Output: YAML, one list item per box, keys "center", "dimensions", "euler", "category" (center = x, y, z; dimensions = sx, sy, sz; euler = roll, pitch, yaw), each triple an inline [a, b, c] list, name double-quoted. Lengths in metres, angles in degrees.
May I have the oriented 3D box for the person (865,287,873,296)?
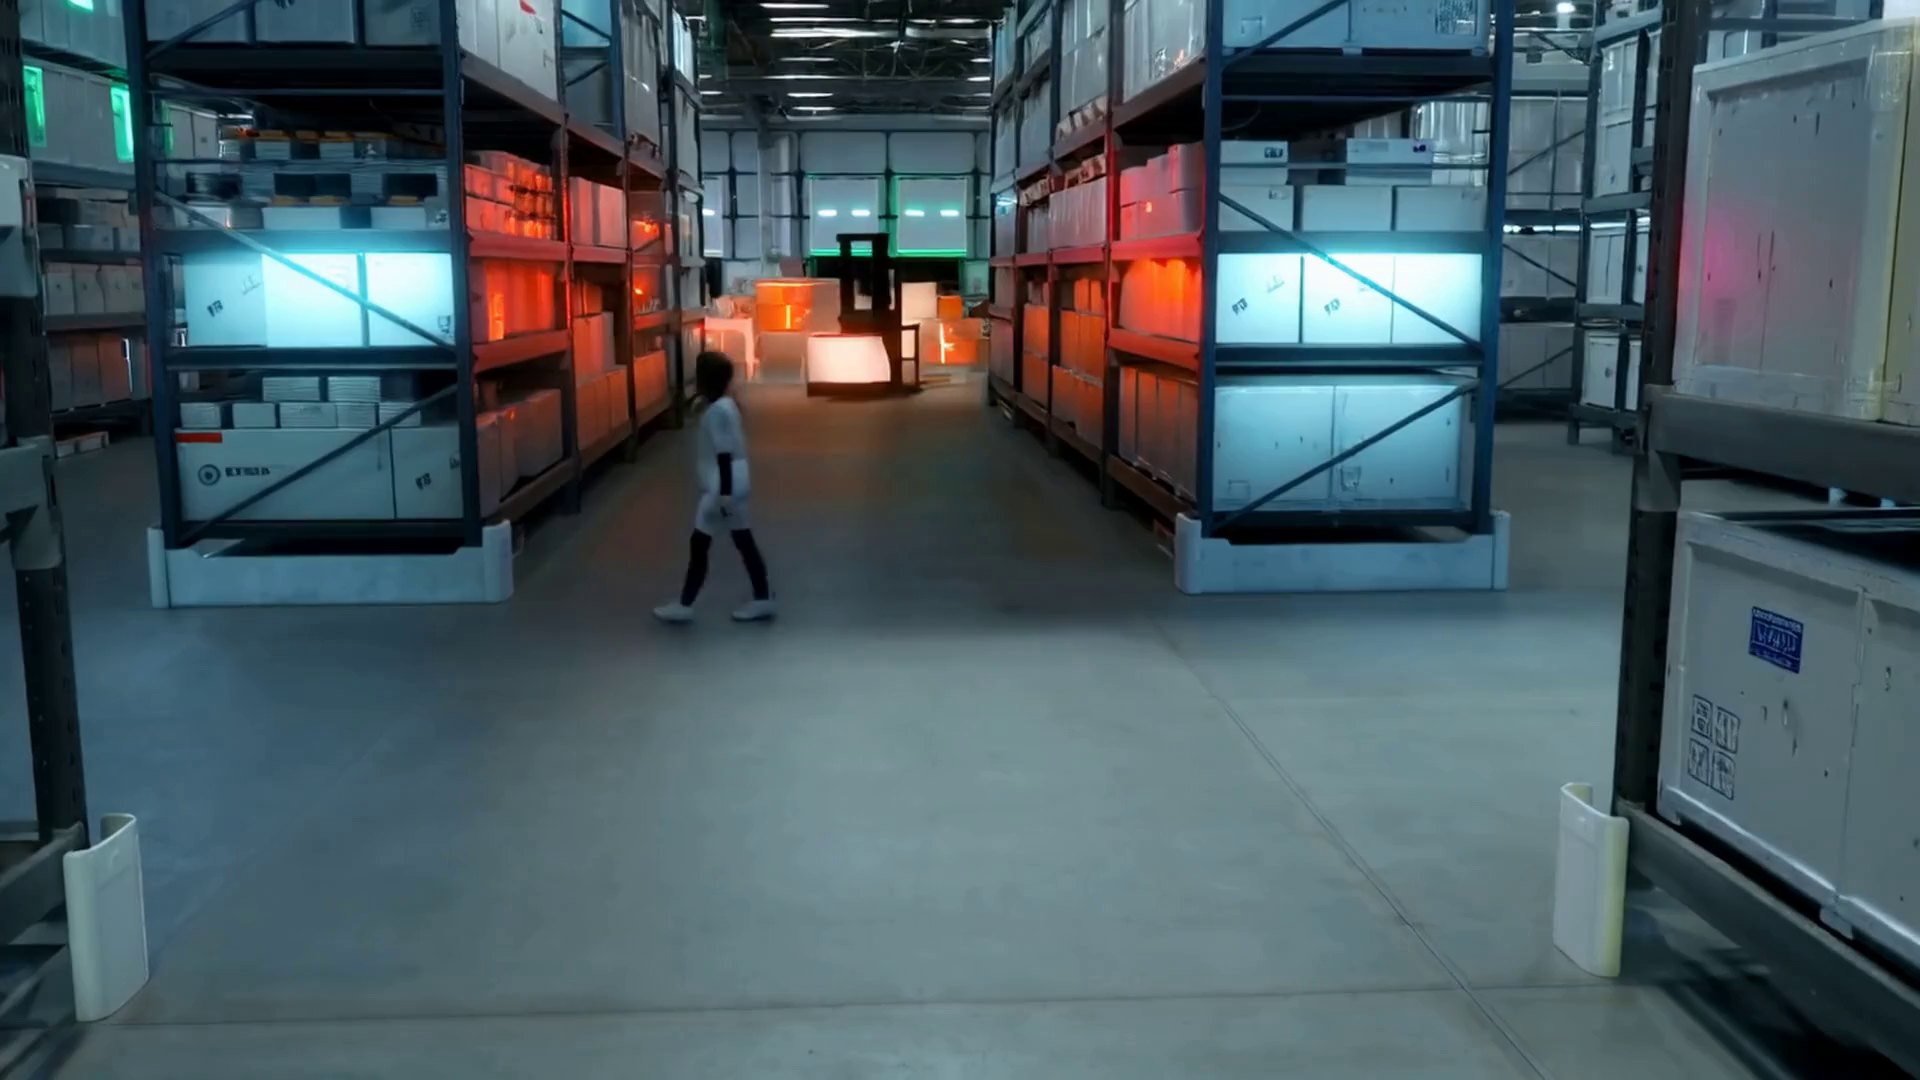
- center: [-2.053, -4.849, 38.028]
  dimensions: [0.429, 1.843, 0.628]
  euler: [-4, 10, -26]
  category: "person"

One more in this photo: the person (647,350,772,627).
- center: [-1.522, -0.304, 10.042]
  dimensions: [0.815, 1.655, 0.552]
  euler: [0, 9, -2]
  category: "person"

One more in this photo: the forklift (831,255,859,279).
- center: [-3.984, -8.555, 58.051]
  dimensions: [1.129, 2.768, 1.873]
  euler: [-5, 10, -30]
  category: "forklift"

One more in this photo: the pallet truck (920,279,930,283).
- center: [-0.932, -8.922, 63.114]
  dimensions: [1.885, 1.965, 0.823]
  euler: [2, 9, 13]
  category: "pallet truck"

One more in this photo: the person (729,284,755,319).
- center: [-5.617, -5.657, 42.985]
  dimensions: [0.673, 1.927, 0.706]
  euler: [-1, 9, -4]
  category: "person"

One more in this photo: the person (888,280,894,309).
- center: [-2.504, -8.780, 62.453]
  dimensions: [0.592, 1.922, 0.379]
  euler: [7, 11, 36]
  category: "person"

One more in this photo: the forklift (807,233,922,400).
- center: [-1.664, -3.842, 28.454]
  dimensions: [1.129, 2.768, 1.873]
  euler: [7, 11, 36]
  category: "forklift"
